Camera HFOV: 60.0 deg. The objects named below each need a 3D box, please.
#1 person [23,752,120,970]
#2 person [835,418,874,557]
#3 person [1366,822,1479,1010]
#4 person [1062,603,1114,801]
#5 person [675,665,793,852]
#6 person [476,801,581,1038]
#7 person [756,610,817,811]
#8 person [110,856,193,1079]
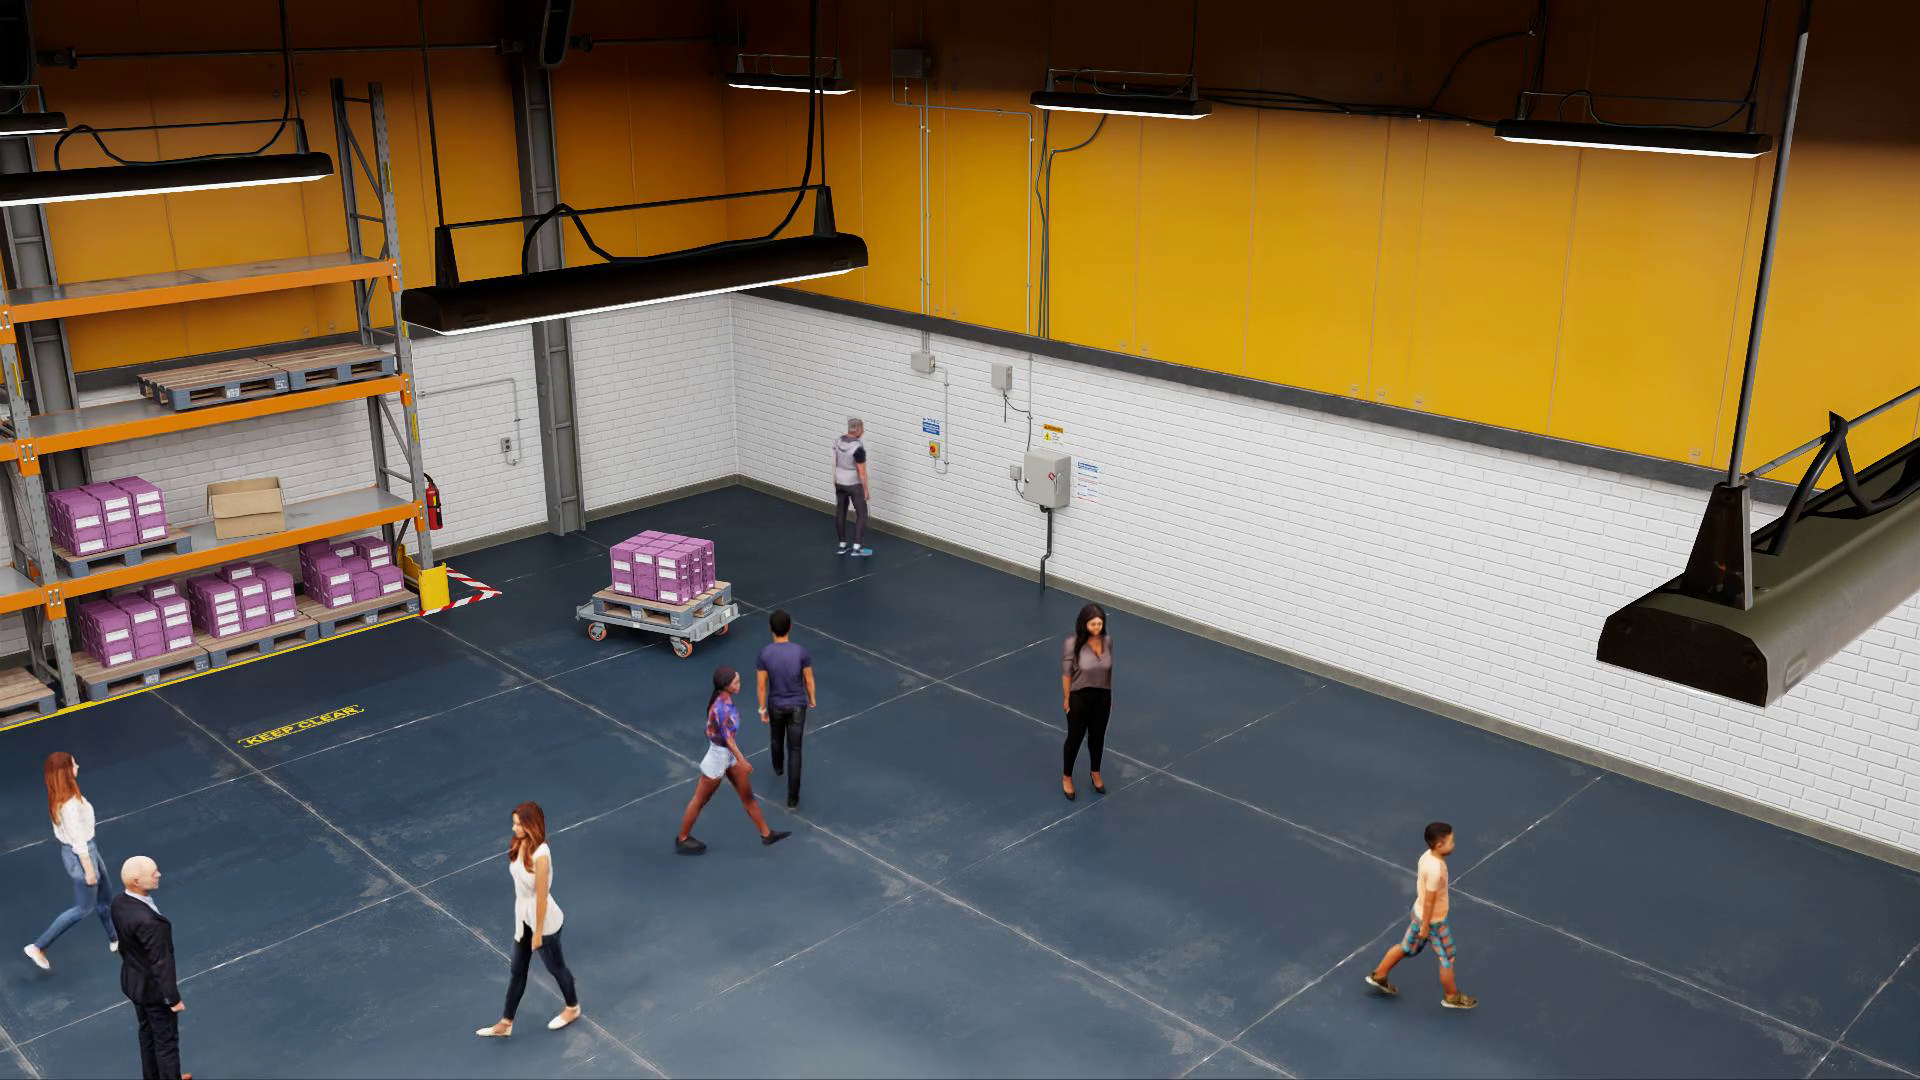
[{"bbox_3d":[-6.584,2.384,12.279,1.087,1.705,0.702,-13,23,-34],"label":"person"},{"bbox_3d":[-1.417,-0.694,21.260,0.777,1.806,0.616,9,21,24],"label":"person"},{"bbox_3d":[3.265,2.672,11.849,0.987,1.433,0.985,2,19,6],"label":"person"},{"bbox_3d":[1.136,1.427,14.914,0.666,1.838,0.789,-8,20,-21],"label":"person"},{"bbox_3d":[-2.088,1.869,13.839,1.167,1.685,1.174,1,19,4],"label":"person"},{"bbox_3d":[-2.844,2.608,11.528,0.948,1.760,0.641,-16,25,-40],"label":"person"},{"bbox_3d":[-1.531,1.538,14.738,1.133,1.740,1.163,-1,19,-3],"label":"person"},{"bbox_3d":[-5.211,2.863,10.713,0.681,1.797,0.577,16,25,40],"label":"person"}]
